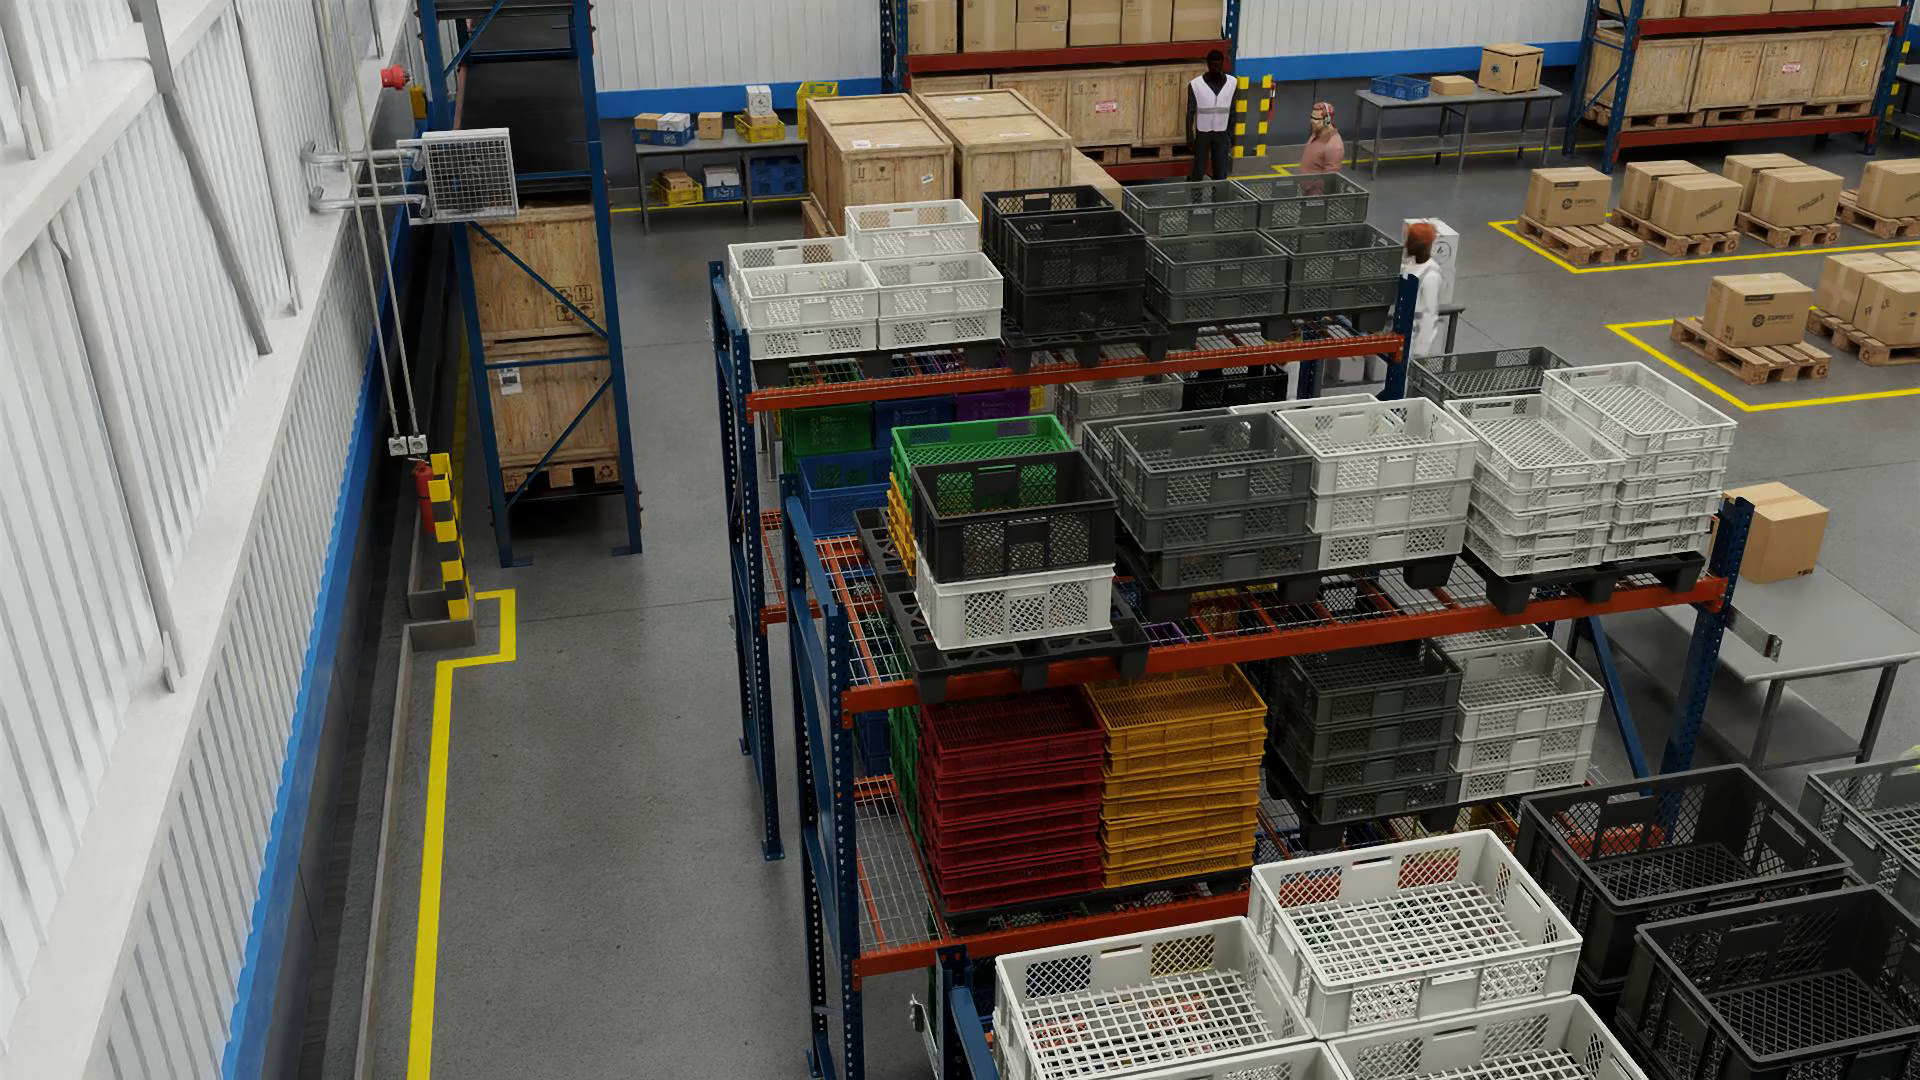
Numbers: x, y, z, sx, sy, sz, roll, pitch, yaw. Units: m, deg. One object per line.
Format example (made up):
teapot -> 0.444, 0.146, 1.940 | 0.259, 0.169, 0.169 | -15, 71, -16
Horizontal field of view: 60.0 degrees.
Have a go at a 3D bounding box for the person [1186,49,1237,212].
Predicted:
person -> 2.884, -4.701, 19.200 | 0.597, 1.907, 0.407 | -6, 28, -11

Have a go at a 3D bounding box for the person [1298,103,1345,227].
person -> 3.626, -3.497, 16.926 | 0.401, 1.900, 0.646 | -2, 28, -4

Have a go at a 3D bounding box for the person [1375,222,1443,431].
person -> 3.667, -1.658, 13.448 | 0.347, 1.882, 0.581 | -1, 28, -2

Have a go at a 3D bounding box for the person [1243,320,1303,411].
person -> 2.174, -0.641, 11.556 | 0.582, 1.854, 0.387 | -9, 29, -16
